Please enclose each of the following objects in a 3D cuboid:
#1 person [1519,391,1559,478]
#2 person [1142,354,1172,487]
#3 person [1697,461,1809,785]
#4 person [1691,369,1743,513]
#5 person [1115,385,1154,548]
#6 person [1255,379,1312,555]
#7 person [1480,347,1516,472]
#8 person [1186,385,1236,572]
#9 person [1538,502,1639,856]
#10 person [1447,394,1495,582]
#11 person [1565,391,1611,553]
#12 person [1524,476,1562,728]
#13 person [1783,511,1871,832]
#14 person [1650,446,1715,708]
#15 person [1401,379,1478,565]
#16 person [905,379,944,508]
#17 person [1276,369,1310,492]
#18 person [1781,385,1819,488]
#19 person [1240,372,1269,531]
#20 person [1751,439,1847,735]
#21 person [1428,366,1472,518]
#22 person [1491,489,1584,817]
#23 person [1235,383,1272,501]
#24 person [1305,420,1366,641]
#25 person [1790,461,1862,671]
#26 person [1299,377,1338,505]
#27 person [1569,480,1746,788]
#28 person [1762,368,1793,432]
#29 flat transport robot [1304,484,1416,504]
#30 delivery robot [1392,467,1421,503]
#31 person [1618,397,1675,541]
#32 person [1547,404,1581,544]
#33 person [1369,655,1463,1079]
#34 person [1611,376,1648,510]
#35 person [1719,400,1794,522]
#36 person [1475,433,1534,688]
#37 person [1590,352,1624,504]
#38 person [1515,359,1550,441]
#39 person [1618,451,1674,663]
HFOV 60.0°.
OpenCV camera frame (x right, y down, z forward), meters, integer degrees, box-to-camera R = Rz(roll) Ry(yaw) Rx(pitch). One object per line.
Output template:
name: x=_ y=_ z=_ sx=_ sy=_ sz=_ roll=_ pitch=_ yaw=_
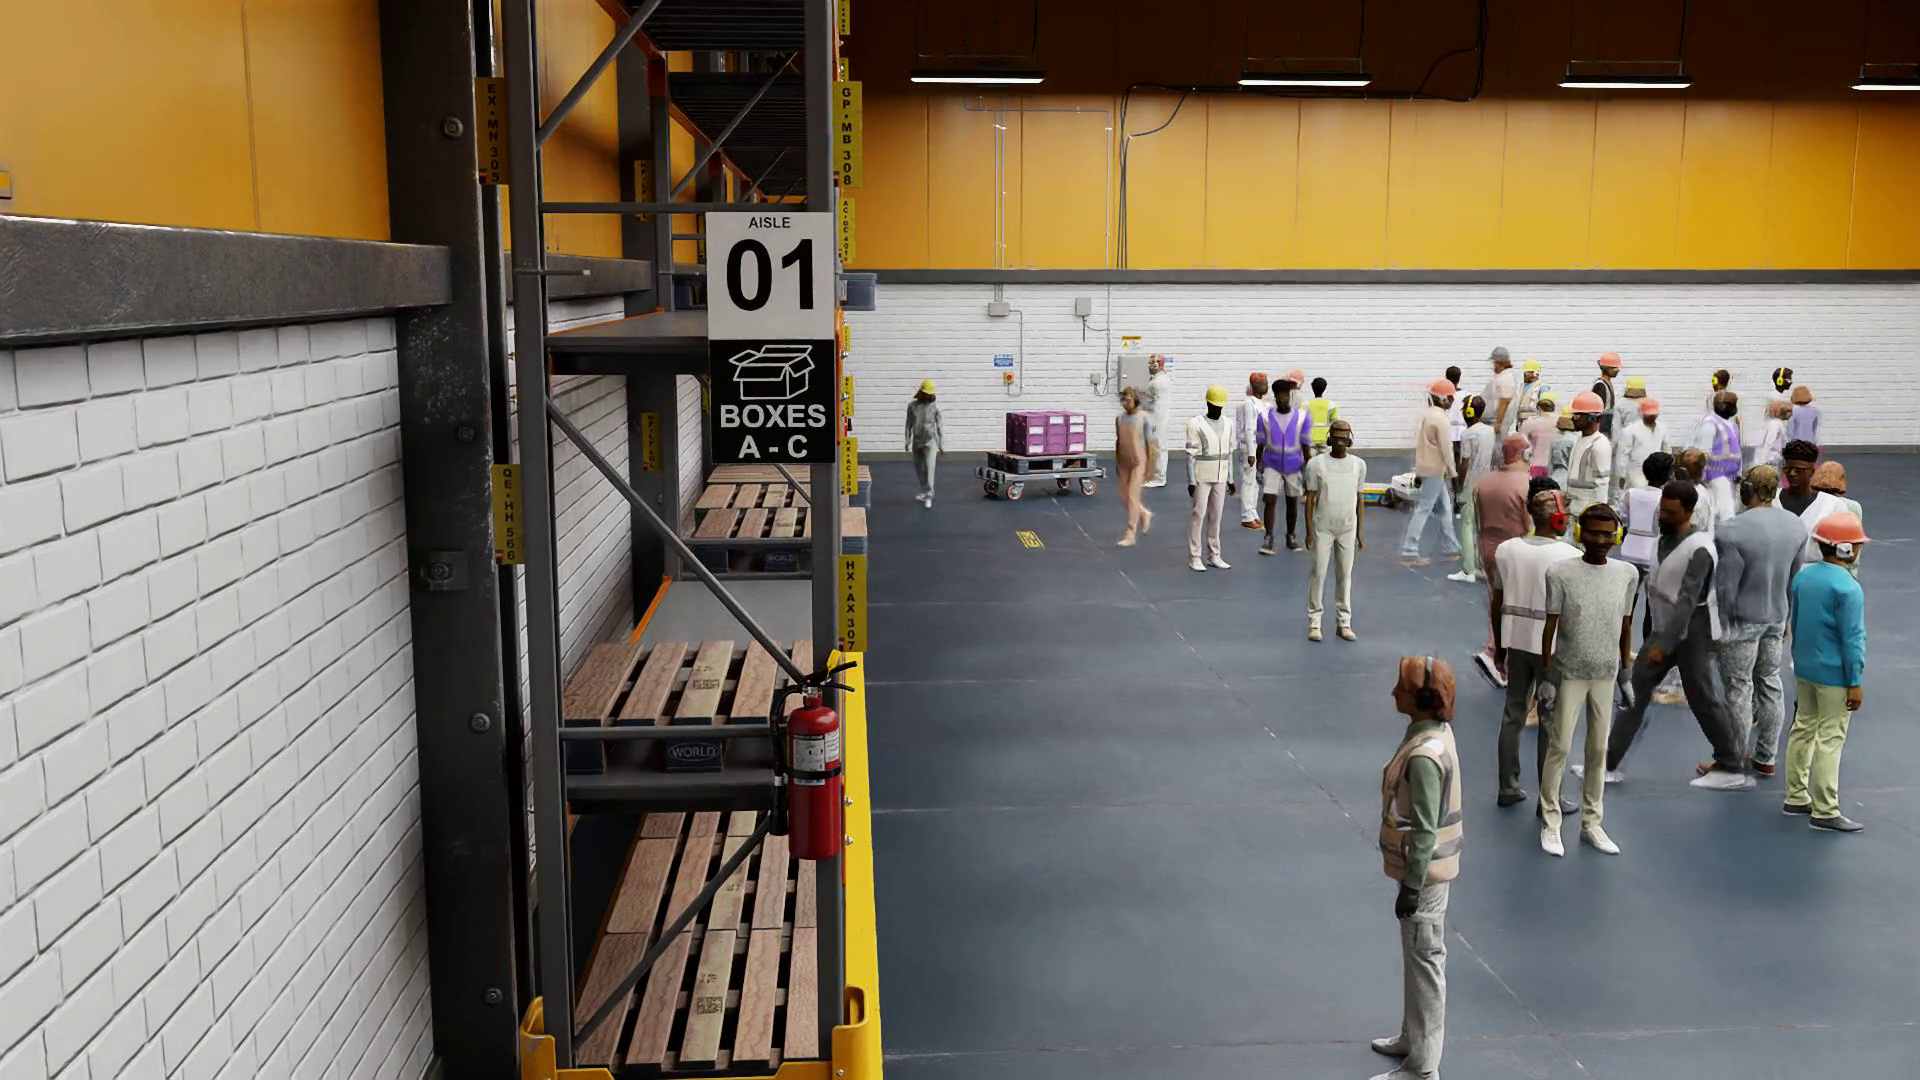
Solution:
person: x=6.508 y=-0.809 z=18.734 sx=0.651 sy=1.724 sz=0.724 roll=1 pitch=9 yaw=5
person: x=2.812 y=-1.711 z=23.874 sx=0.405 sy=1.911 sz=0.636 roll=3 pitch=9 yaw=16
person: x=4.719 y=0.494 z=9.934 sx=0.630 sy=1.940 sz=0.372 roll=-3 pitch=10 yaw=-20
person: x=9.660 y=-1.265 z=21.333 sx=0.649 sy=1.821 sz=0.856 roll=-4 pitch=10 yaw=-24
person: x=1.987 y=-0.842 z=18.711 sx=0.509 sy=1.821 sz=0.694 roll=8 pitch=12 yaw=42
person: x=3.515 y=-0.787 z=18.097 sx=0.608 sy=1.920 sz=0.689 roll=2 pitch=9 yaw=11
person: x=7.623 y=-1.744 z=23.666 sx=0.556 sy=2.000 sz=0.744 roll=1 pitch=9 yaw=8
person: x=2.592 y=-0.639 z=17.115 sx=0.585 sy=1.917 sz=0.381 roll=-5 pitch=10 yaw=-29
person: x=3.285 y=0.725 z=8.707 sx=0.509 sy=1.869 sz=0.328 roll=-1 pitch=9 yaw=-4
person: x=5.091 y=-0.510 z=16.498 sx=0.521 sy=1.860 sz=0.319 roll=-7 pitch=11 yaw=-36
person: x=5.357 y=-0.256 z=14.320 sx=0.374 sy=2.043 sz=0.614 roll=0 pitch=9 yaw=1
person: x=3.894 y=0.414 z=11.191 sx=0.319 sy=1.697 sz=0.532 roll=3 pitch=9 yaw=18
person: x=4.782 y=0.711 z=9.140 sx=0.319 sy=1.755 sz=0.563 roll=-1 pitch=9 yaw=-4
person: x=5.106 y=0.257 z=11.717 sx=0.332 sy=1.842 sz=0.518 roll=6 pitch=11 yaw=35
person: x=5.068 y=-0.697 z=17.355 sx=0.947 sy=1.950 sz=0.618 roll=0 pitch=9 yaw=2
person: x=-0.425 y=-1.306 z=22.007 sx=0.514 sy=1.693 sz=0.757 roll=3 pitch=10 yaw=18
person: x=4.606 y=-1.510 z=23.181 sx=0.684 sy=1.731 sz=0.569 roll=-9 pitch=13 yaw=-44
person: x=10.980 y=-1.209 z=21.662 sx=0.498 sy=1.605 sz=0.732 roll=-1 pitch=9 yaw=-9
person: x=3.537 y=-1.061 z=19.874 sx=0.355 sy=1.883 sz=0.574 roll=4 pitch=10 yaw=23
person: x=5.502 y=0.308 z=11.016 sx=0.603 sy=1.966 sz=0.367 roll=8 pitch=12 yaw=40
person: x=6.126 y=-1.212 z=20.778 sx=0.595 sy=1.906 sz=0.421 roll=0 pitch=9 yaw=2
person: x=3.250 y=0.633 z=9.358 sx=0.375 sy=1.842 sz=0.575 roll=-8 pitch=12 yaw=-39
person: x=3.953 y=-1.320 z=22.311 sx=0.530 sy=1.616 sz=0.660 roll=0 pitch=9 yaw=-3
person: x=3.115 y=-0.076 z=13.812 sx=0.508 sy=1.844 sz=0.345 roll=-1 pitch=9 yaw=-5
person: x=6.564 y=0.213 z=12.655 sx=0.500 sy=1.633 sz=0.280 roll=7 pitch=11 yaw=36
person: x=4.718 y=-1.302 z=21.970 sx=0.540 sy=1.695 sz=0.317 roll=0 pitch=9 yaw=1
person: x=4.196 y=0.571 z=9.740 sx=0.992 sy=1.861 sz=0.591 roll=-1 pitch=9 yaw=-7
person: x=10.395 y=-1.266 z=21.218 sx=0.309 sy=1.864 sz=0.535 roll=4 pitch=10 yaw=23
flat transport robot: x=5.327 y=-0.626 z=22.189 sx=1.431 sy=0.197 sz=0.652 roll=2 pitch=9 yaw=11
delivery robot: x=5.826 y=-0.690 z=21.407 sx=0.477 sy=0.478 sz=0.707 roll=-1 pitch=9 yaw=-4
person: x=7.638 y=-0.749 z=18.494 sx=0.545 sy=1.687 sz=0.911 roll=-3 pitch=10 yaw=-19
person: x=6.176 y=-0.522 z=16.932 sx=0.325 sy=1.740 sz=0.492 roll=-2 pitch=9 yaw=-12
person: x=1.715 y=1.233 z=6.218 sx=0.309 sy=1.644 sz=0.515 roll=3 pitch=9 yaw=16
person: x=8.665 y=-1.233 z=21.436 sx=0.509 sy=1.737 sz=0.331 roll=4 pitch=10 yaw=26
person: x=9.472 y=-0.874 z=19.645 sx=0.859 sy=1.582 sz=0.512 roll=3 pitch=10 yaw=21
person: x=4.008 y=0.169 z=12.135 sx=0.490 sy=1.885 sz=0.677 roll=-3 pitch=10 yaw=-18
person: x=8.486 y=-1.469 z=21.978 sx=0.449 sy=2.029 sz=0.627 roll=5 pitch=10 yaw=27
person: x=8.238 y=-1.702 z=24.063 sx=0.404 sy=1.827 sz=0.601 roll=-3 pitch=10 yaw=-19
person: x=5.309 y=0.159 z=12.823 sx=0.319 sy=1.689 sz=0.539 roll=-5 pitch=10 yaw=-30
